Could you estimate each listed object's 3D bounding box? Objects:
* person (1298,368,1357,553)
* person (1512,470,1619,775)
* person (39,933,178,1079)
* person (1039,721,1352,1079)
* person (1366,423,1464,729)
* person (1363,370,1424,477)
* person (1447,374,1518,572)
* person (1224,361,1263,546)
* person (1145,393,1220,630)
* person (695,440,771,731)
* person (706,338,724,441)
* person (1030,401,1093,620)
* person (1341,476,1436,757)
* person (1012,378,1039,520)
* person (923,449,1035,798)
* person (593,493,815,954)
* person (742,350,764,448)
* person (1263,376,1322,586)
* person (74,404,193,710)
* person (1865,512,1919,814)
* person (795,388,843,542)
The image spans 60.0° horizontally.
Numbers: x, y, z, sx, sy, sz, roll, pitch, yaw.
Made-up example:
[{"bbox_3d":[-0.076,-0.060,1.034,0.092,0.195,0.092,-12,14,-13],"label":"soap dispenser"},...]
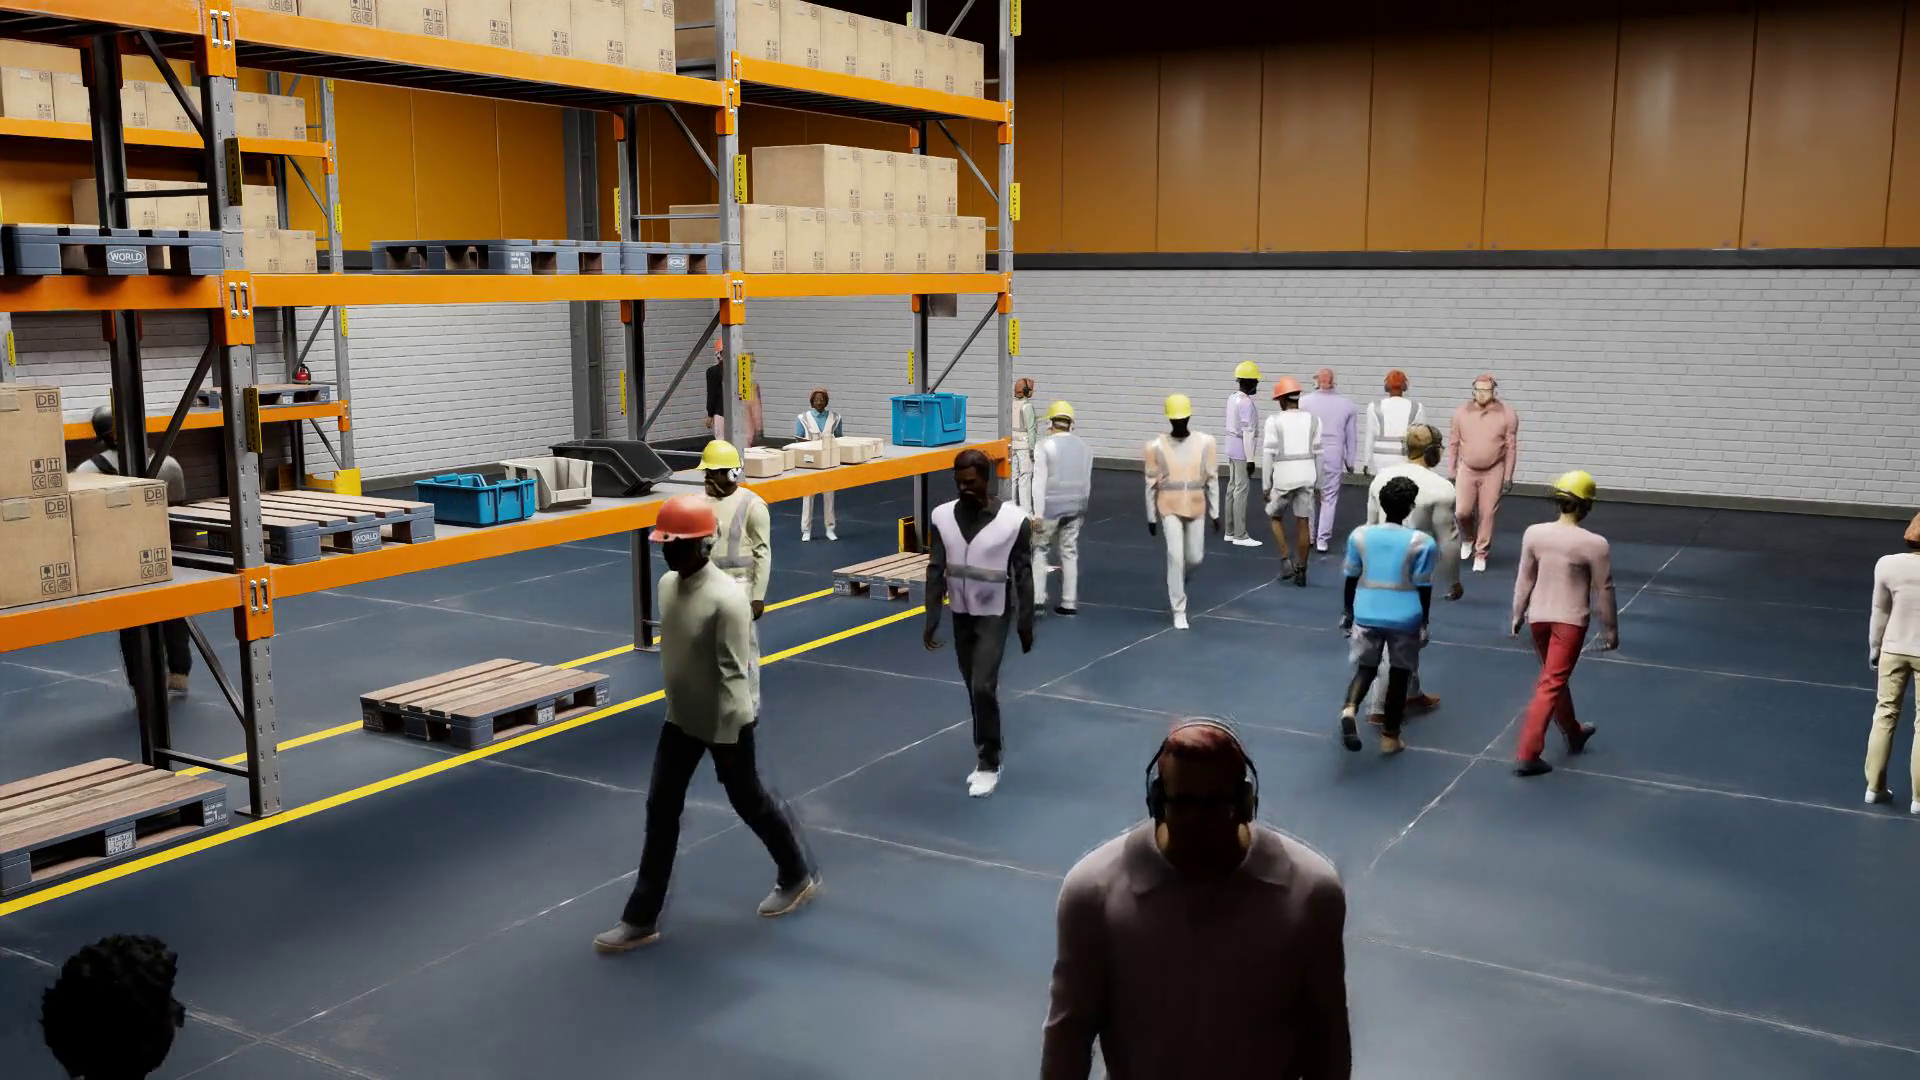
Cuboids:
[{"bbox_3d":[3.704,-0.820,17.052,0.691,1.865,0.773,1,9,4],"label":"person"},{"bbox_3d":[3.500,0.460,9.524,0.897,1.714,0.552,-6,11,-35],"label":"person"},{"bbox_3d":[-1.499,1.533,2.921,0.535,1.678,0.555,3,10,19],"label":"person"},{"bbox_3d":[0.504,1.328,3.601,0.683,1.882,0.708,1,9,8],"label":"person"},{"bbox_3d":[2.894,0.222,10.437,0.823,1.905,0.628,-4,10,-25],"label":"person"},{"bbox_3d":[4.393,-0.793,16.900,0.579,1.868,0.440,1,9,7],"label":"person"},{"bbox_3d":[5.012,-0.656,15.998,0.646,1.891,0.519,4,10,24],"label":"person"},{"bbox_3d":[2.964,-0.903,17.404,0.371,1.929,0.585,-1,9,-8],"label":"person"},{"bbox_3d":[1.783,-0.257,13.483,0.600,1.898,0.688,-1,9,-5],"label":"person"},{"bbox_3d":[-1.446,0.296,10.222,0.600,1.830,0.404,6,11,31],"label":"person"},{"bbox_3d":[-3.107,-1.681,22.055,0.614,1.993,0.395,-8,12,-40],"label":"person"},{"bbox_3d":[0.833,-0.246,13.751,0.622,1.788,0.526,-5,10,-29],"label":"person"},{"bbox_3d":[2.440,0.471,9.620,0.542,1.680,0.598,6,11,32],"label":"person"},{"bbox_3d":[0.731,-1.044,19.186,0.309,1.641,0.511,-4,10,-25],"label":"person"},{"bbox_3d":[0.067,0.447,9.091,0.585,1.889,0.694,5,11,31],"label":"person"},{"bbox_3d":[-1.055,0.747,7.114,0.619,1.940,1.056,9,13,43],"label":"person"},{"bbox_3d":[-2.781,-1.495,21.303,0.958,1.869,0.655,-6,11,-33],"label":"person"},{"bbox_3d":[3.022,-0.533,15.153,0.581,1.906,0.468,-1,9,-6],"label":"person"},{"bbox_3d":[-5.403,0.078,10.932,0.698,2.000,0.596,-2,9,-11],"label":"person"},{"bbox_3d":[5.056,0.630,8.780,0.272,1.627,0.502,-7,12,-38],"label":"person"},{"bbox_3d":[-1.490,-0.800,17.662,0.523,1.638,0.310,-2,9,-15],"label":"person"}]
